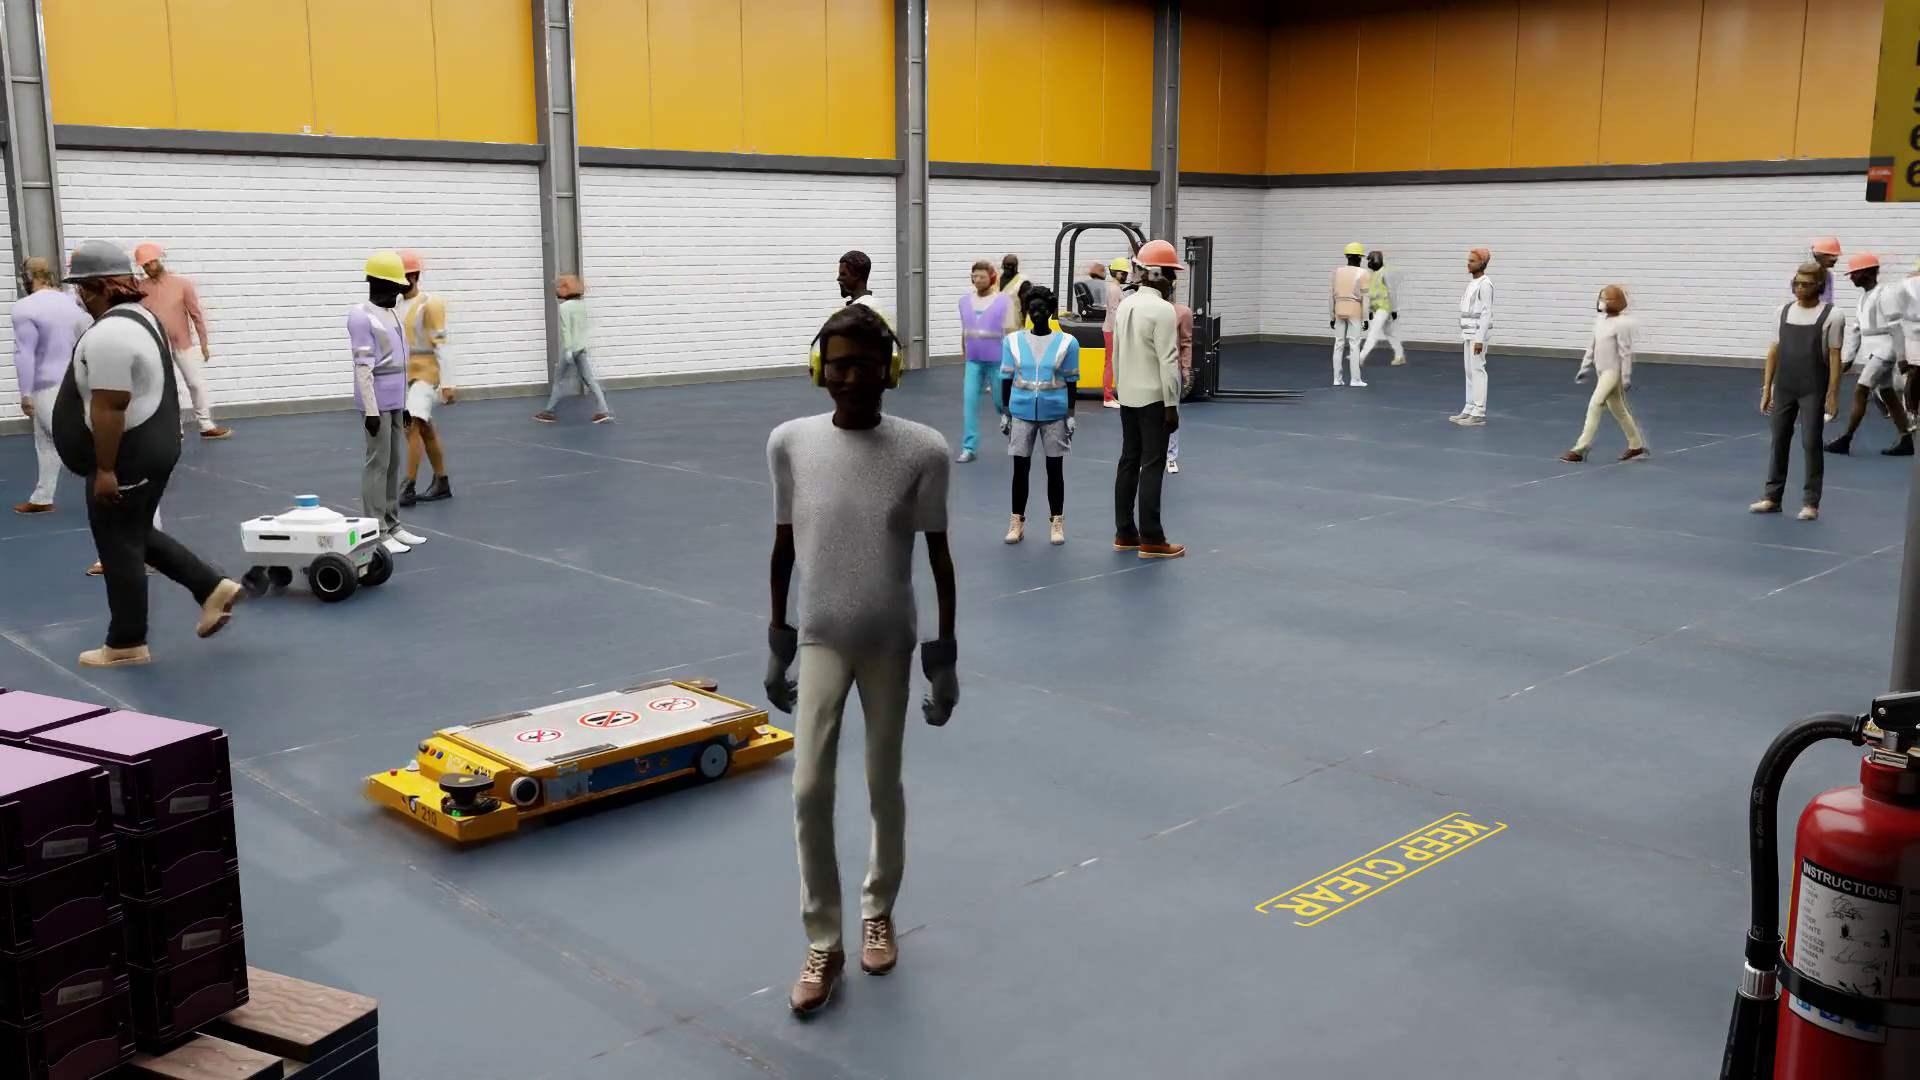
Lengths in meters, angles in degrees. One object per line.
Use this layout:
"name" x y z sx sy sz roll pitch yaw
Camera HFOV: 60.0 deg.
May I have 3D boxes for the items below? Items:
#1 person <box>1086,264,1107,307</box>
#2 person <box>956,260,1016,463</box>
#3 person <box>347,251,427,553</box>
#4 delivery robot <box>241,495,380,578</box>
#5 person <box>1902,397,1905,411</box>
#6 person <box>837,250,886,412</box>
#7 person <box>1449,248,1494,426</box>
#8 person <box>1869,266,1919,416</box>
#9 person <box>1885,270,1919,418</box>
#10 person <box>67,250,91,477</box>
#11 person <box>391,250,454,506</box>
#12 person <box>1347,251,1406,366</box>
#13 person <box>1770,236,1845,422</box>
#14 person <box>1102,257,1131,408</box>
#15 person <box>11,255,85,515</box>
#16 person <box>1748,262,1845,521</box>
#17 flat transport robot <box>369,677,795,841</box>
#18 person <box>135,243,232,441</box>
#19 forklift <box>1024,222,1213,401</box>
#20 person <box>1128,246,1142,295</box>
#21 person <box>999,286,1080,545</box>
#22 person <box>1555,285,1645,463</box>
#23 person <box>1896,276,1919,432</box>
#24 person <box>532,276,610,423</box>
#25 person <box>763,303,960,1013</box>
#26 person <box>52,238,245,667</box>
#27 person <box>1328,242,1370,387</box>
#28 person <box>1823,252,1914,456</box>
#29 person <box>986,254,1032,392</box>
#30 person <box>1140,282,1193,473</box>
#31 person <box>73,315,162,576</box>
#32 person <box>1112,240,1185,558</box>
"person" 2.078 -3.427 25.453 0.873 1.574 0.520 -10 14 -43
"person" 0.278 -1.622 15.045 0.576 1.817 0.885 6 12 28
"person" -3.681 -0.880 10.681 0.376 1.918 0.584 0 10 2
"delivery robot" -3.670 -0.010 9.399 0.707 0.478 0.477 1 11 8
"person" 10.994 -2.348 18.928 0.403 1.827 0.599 9 14 41
"person" -0.658 -1.037 11.534 0.373 1.917 0.594 -1 10 -6
"person" 5.495 -2.163 17.768 0.351 1.884 0.581 0 10 2
"person" 10.478 -2.218 18.282 0.654 1.807 0.611 7 12 32
"person" 10.428 -2.133 18.274 0.310 1.640 0.514 -3 11 -16
"person" -7.268 -1.498 13.995 0.357 1.938 0.545 2 11 8
"person" -4.154 -1.197 12.431 0.585 1.902 0.829 7 13 35
"person" 6.554 -3.601 25.918 1.033 1.773 0.631 -2 11 -9
"person" 9.302 -2.316 18.236 0.733 2.017 0.599 10 14 44
"person" 1.841 -2.433 19.574 0.329 1.764 0.524 2 11 10
"person" -6.419 -1.096 11.958 0.922 1.894 0.643 1 10 7
"person" 6.023 -1.053 11.943 0.414 1.838 0.572 -9 13 -39
"flat transport robot" -1.362 0.772 6.162 1.431 0.197 0.652 -10 14 -44
"person" -7.620 -1.903 16.213 0.775 1.948 0.557 -3 11 -14
"forklift" 1.935 -2.847 20.651 2.313 2.155 1.214 2 11 13
"person" 2.824 -3.769 26.596 0.889 1.857 0.665 -1 10 -7
"person" 0.517 -0.810 10.903 0.535 1.697 0.318 2 11 9
"person" 5.796 -1.479 14.851 0.877 1.589 0.502 -1 10 -3
"person" 10.000 -2.072 17.164 0.606 1.925 0.843 1 10 7
"person" -4.193 -2.051 17.960 0.878 1.589 0.515 3 11 13
"person" -0.275 0.316 4.375 0.548 1.838 0.717 1 10 3
"person" -3.892 -0.423 7.852 0.686 2.000 0.695 -2 11 -12
"person" 5.217 -3.008 22.267 0.589 1.923 0.383 9 14 41
"person" 8.391 -1.704 15.317 0.961 1.859 0.556 2 11 11
"person" 0.670 -2.836 21.700 0.903 1.794 0.702 -10 14 -43
"person" 1.709 -1.447 14.180 0.523 1.769 0.323 2 11 12
"person" -5.021 -0.715 9.911 0.518 1.872 0.326 0 10 0
"person" 1.200 -0.888 10.516 0.391 1.990 0.623 -5 12 -26
